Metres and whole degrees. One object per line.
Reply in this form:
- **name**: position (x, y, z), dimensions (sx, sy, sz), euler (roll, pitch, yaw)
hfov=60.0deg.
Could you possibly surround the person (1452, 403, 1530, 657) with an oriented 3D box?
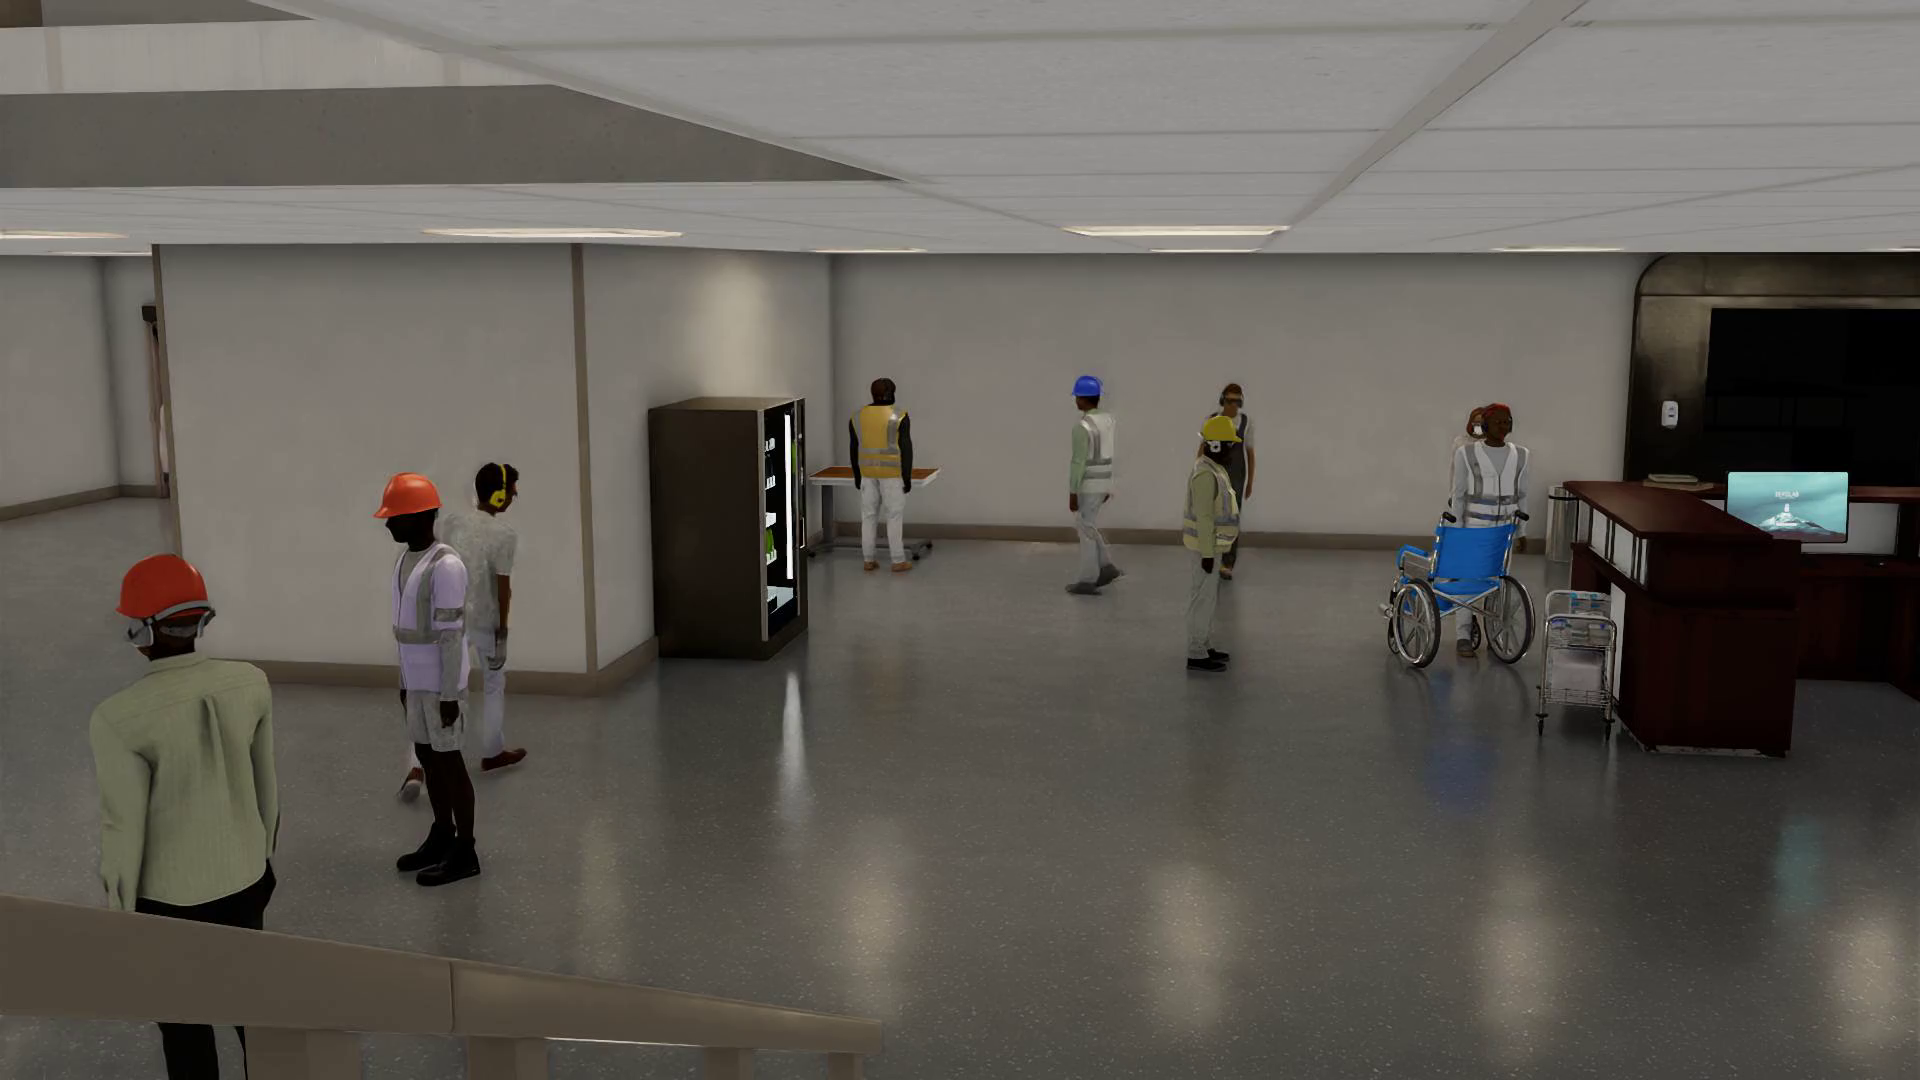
- **person**: position (3.910, -0.072, 12.271), dimensions (0.574, 1.885, 0.356), euler (-1, 9, -5)

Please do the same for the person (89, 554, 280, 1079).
- **person**: position (-2.373, 1.031, 5.122), dimensions (0.395, 1.994, 0.612), euler (5, 10, 26)

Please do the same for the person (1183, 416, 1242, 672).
- **person**: position (1.795, 0.023, 11.884), dimensions (0.403, 1.824, 0.597), euler (2, 9, 12)

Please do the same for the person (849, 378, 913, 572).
- **person**: position (-0.731, -0.610, 15.736), dimensions (0.623, 1.841, 0.430), euler (4, 10, 21)

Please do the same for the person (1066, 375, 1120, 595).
- **person**: position (1.128, -0.473, 14.565), dimensions (0.432, 1.936, 0.632), euler (5, 11, 30)

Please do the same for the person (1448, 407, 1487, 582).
- **person**: position (4.678, -0.392, 15.054), dimensions (0.504, 1.627, 0.285), euler (6, 11, 32)

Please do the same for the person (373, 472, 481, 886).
- **person**: position (-2.488, 0.643, 7.744), dimensions (0.384, 1.929, 0.539), euler (-9, 13, -44)

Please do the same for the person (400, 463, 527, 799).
- **person**: position (-2.715, 0.486, 9.087), dimensions (0.602, 1.807, 0.957), euler (3, 10, 17)

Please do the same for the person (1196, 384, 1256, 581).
- **person**: position (2.432, -0.529, 15.325), dimensions (0.531, 1.794, 0.957), euler (3, 10, 16)
